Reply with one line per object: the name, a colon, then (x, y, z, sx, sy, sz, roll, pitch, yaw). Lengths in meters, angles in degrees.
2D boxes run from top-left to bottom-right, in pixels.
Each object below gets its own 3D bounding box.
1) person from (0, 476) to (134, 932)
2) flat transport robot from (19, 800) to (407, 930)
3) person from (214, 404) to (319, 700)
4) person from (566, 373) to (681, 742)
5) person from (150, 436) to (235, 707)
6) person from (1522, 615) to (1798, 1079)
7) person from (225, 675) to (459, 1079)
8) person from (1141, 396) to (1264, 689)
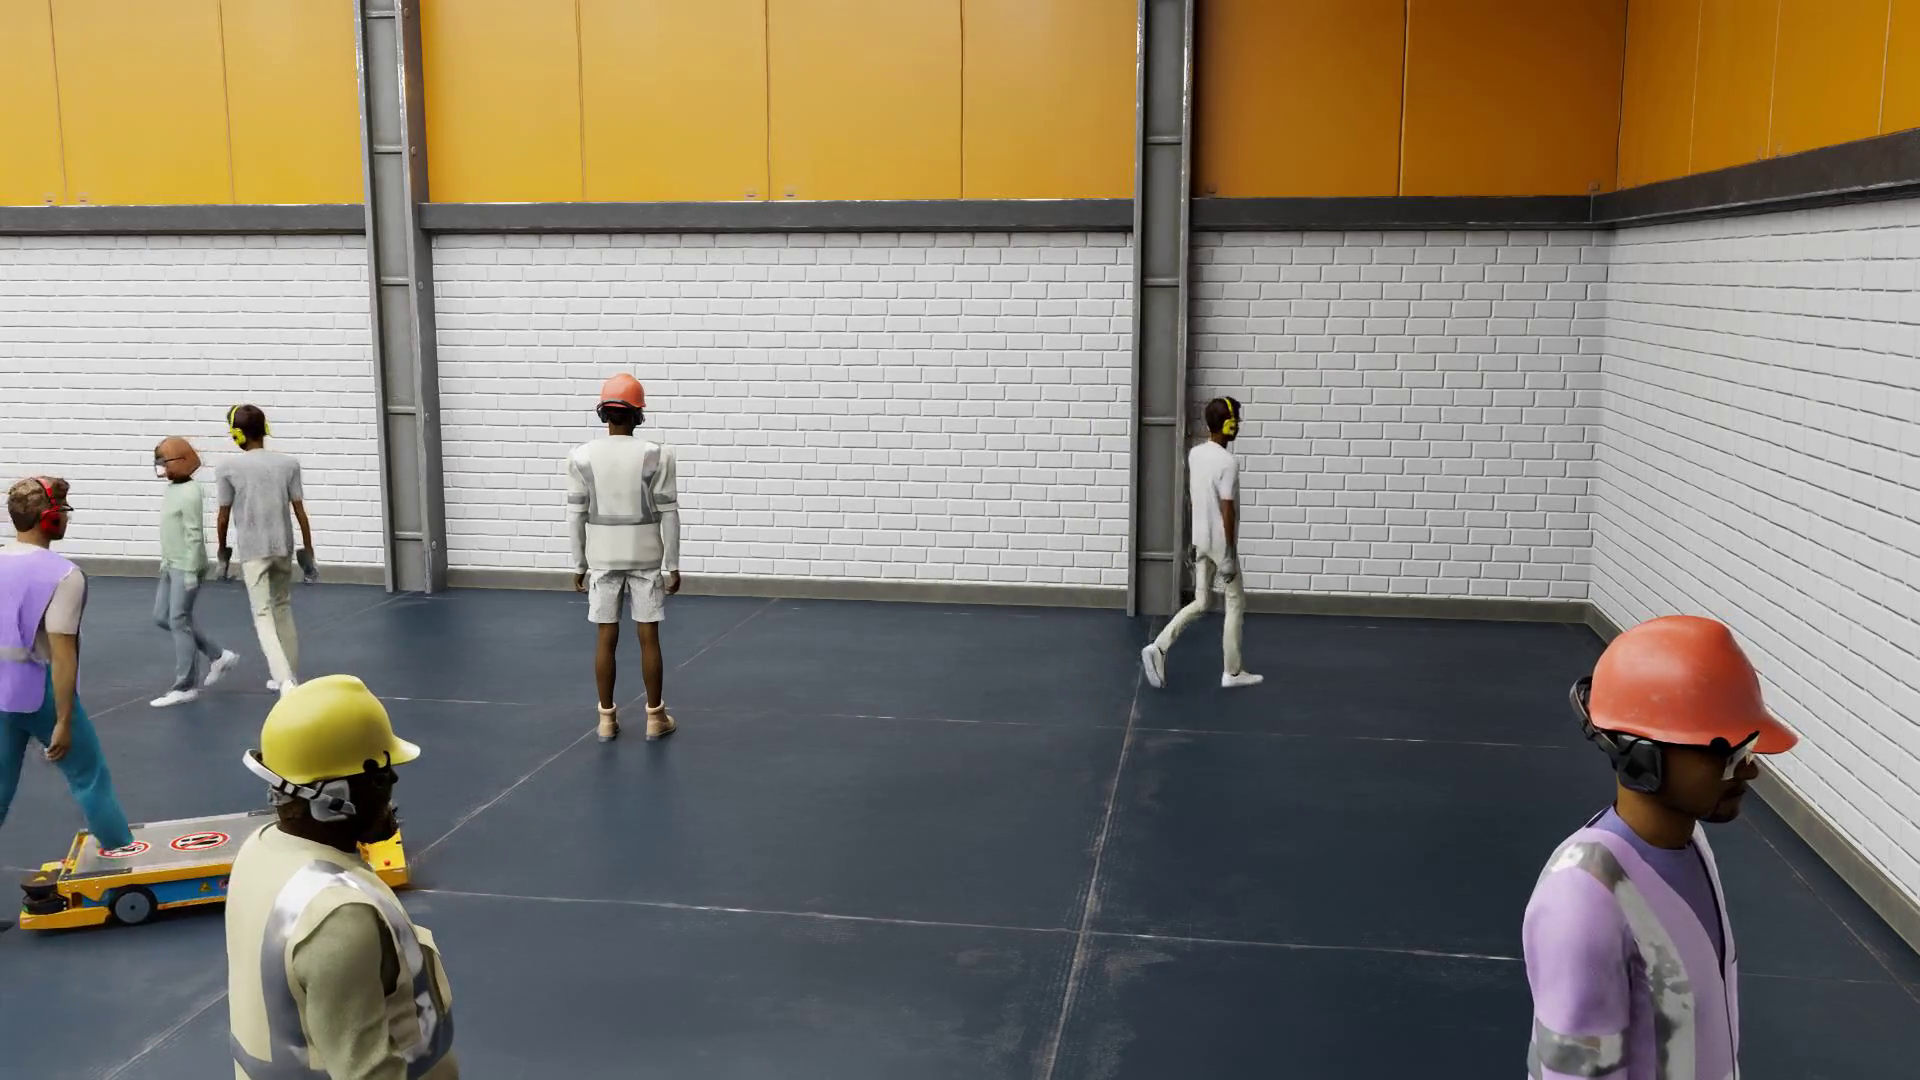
person: (-3.669, 0.645, 6.636, 0.570, 1.793, 0.986, 3, 10, 18)
flat transport robot: (-3.103, 1.344, 6.999, 1.431, 0.197, 0.652, -4, 10, -21)
person: (-4.105, 0.100, 9.912, 0.826, 1.833, 0.523, 9, 13, 43)
person: (-1.845, 0.103, 9.204, 0.613, 2.043, 0.374, 0, 9, -2)
person: (-4.685, 0.177, 10.024, 0.471, 1.619, 0.530, -7, 12, -38)
person: (1.166, 1.131, 2.860, 0.377, 2.045, 0.605, 6, 11, 35)
person: (-1.205, 1.166, 3.299, 0.404, 1.833, 0.590, -7, 12, -37)
person: (1.516, 0.032, 10.265, 0.794, 1.844, 0.529, -5, 10, -27)
